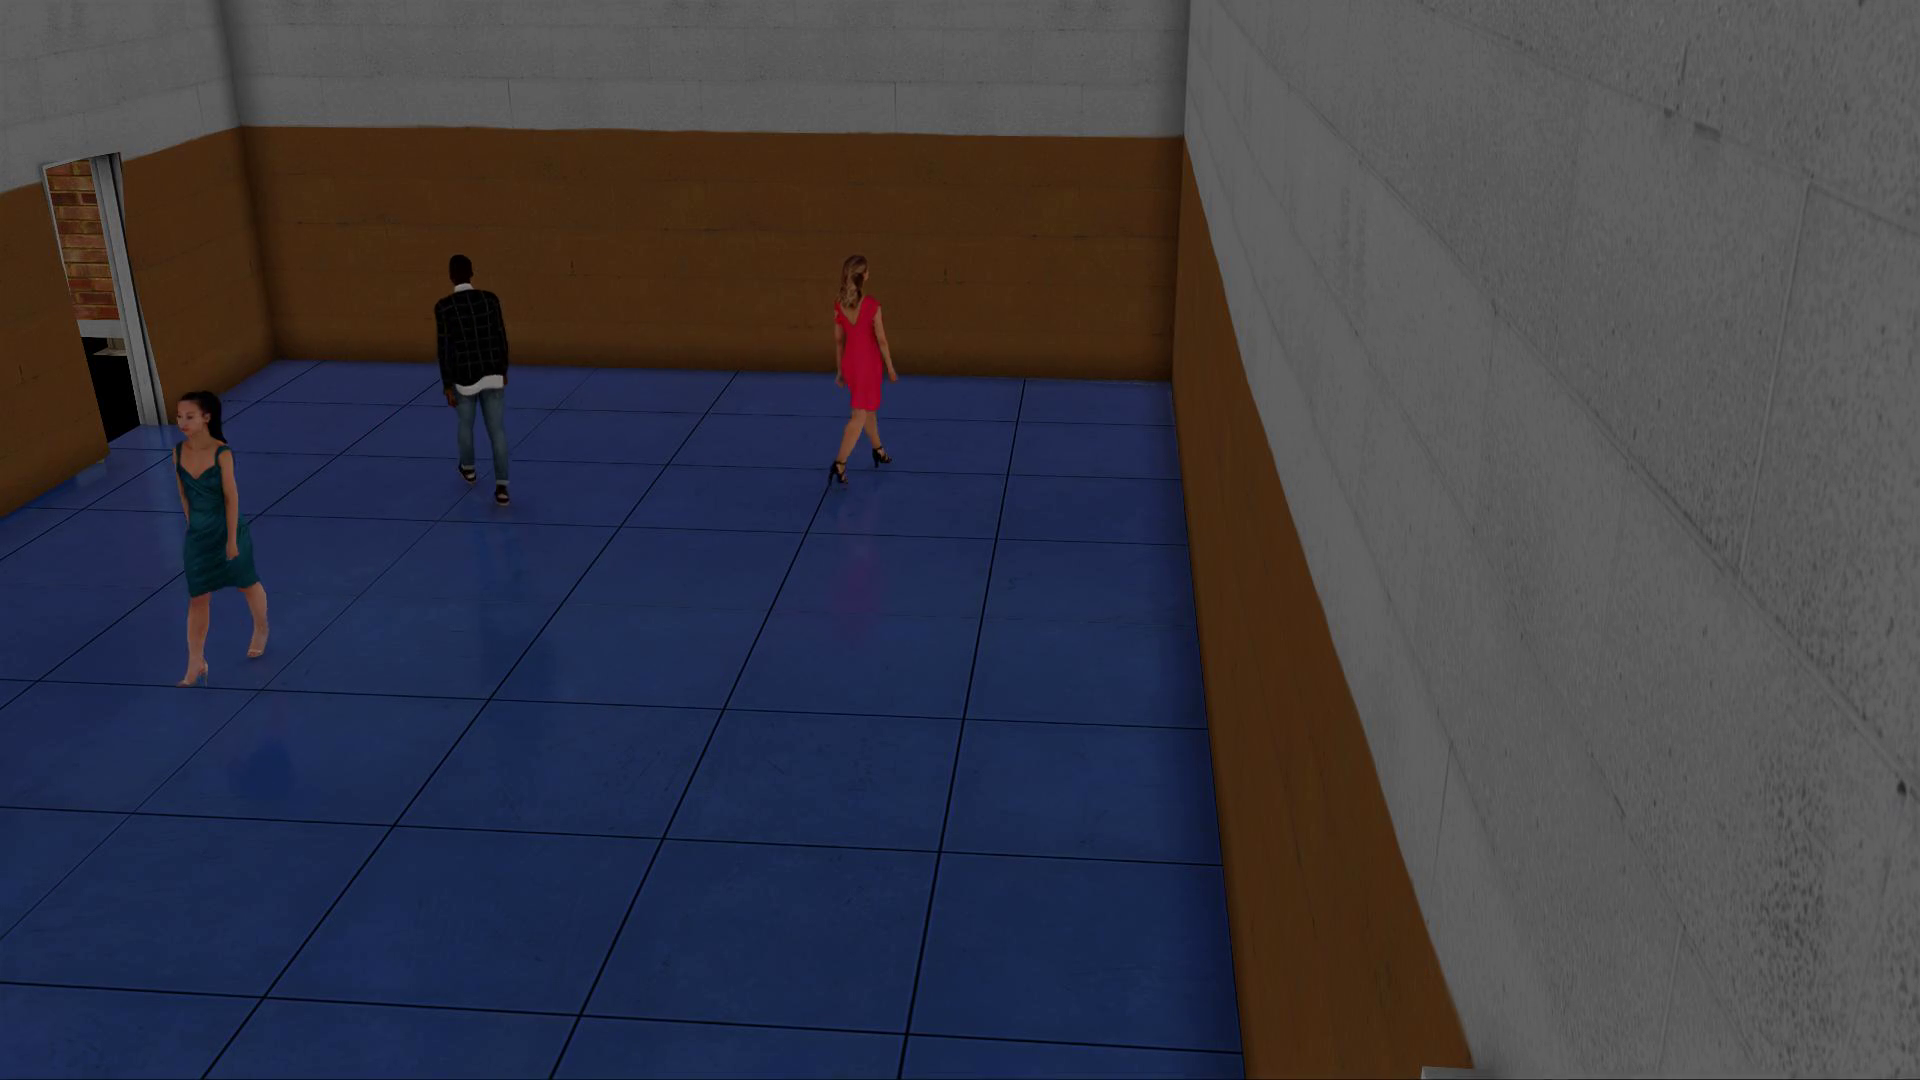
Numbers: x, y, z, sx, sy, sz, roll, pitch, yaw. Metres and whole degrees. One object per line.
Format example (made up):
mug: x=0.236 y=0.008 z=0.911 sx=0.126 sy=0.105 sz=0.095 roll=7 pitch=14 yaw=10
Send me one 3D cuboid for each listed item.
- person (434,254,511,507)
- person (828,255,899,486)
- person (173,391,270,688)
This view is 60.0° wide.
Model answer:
person: x=-3.421 y=-1.103 z=11.908 sx=1.226 sy=1.772 sz=1.120 roll=-10 pitch=24 yaw=-23
person: x=-0.768 y=-1.223 z=12.324 sx=1.018 sy=1.685 sz=1.015 roll=18 pitch=28 yaw=38
person: x=-4.134 y=-0.033 z=9.413 sx=0.941 sy=1.649 sz=0.699 roll=4 pitch=22 yaw=9
